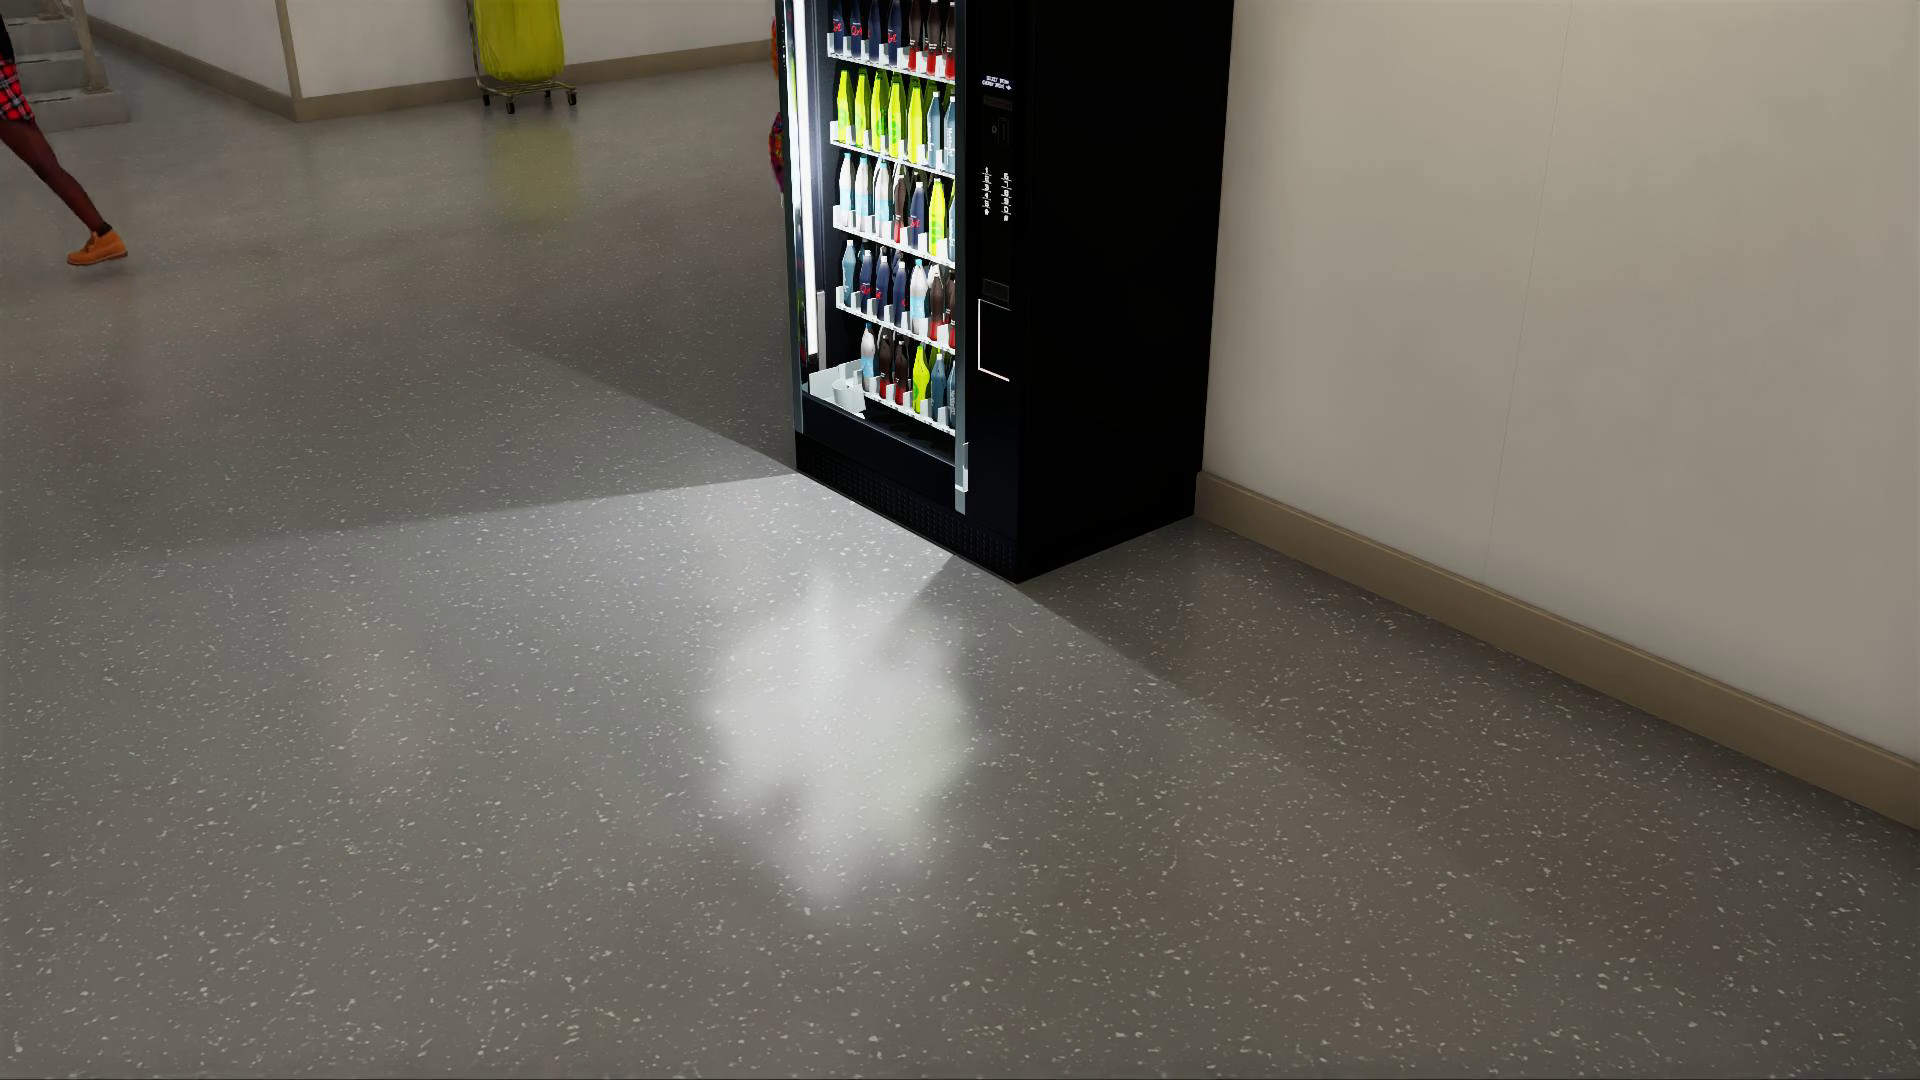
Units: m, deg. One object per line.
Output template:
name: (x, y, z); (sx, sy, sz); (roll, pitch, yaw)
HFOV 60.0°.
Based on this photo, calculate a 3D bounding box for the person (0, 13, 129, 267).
person: (-4.487, -2.052, 7.900); (0.836, 1.663, 1.197); (-13, 29, -25)
